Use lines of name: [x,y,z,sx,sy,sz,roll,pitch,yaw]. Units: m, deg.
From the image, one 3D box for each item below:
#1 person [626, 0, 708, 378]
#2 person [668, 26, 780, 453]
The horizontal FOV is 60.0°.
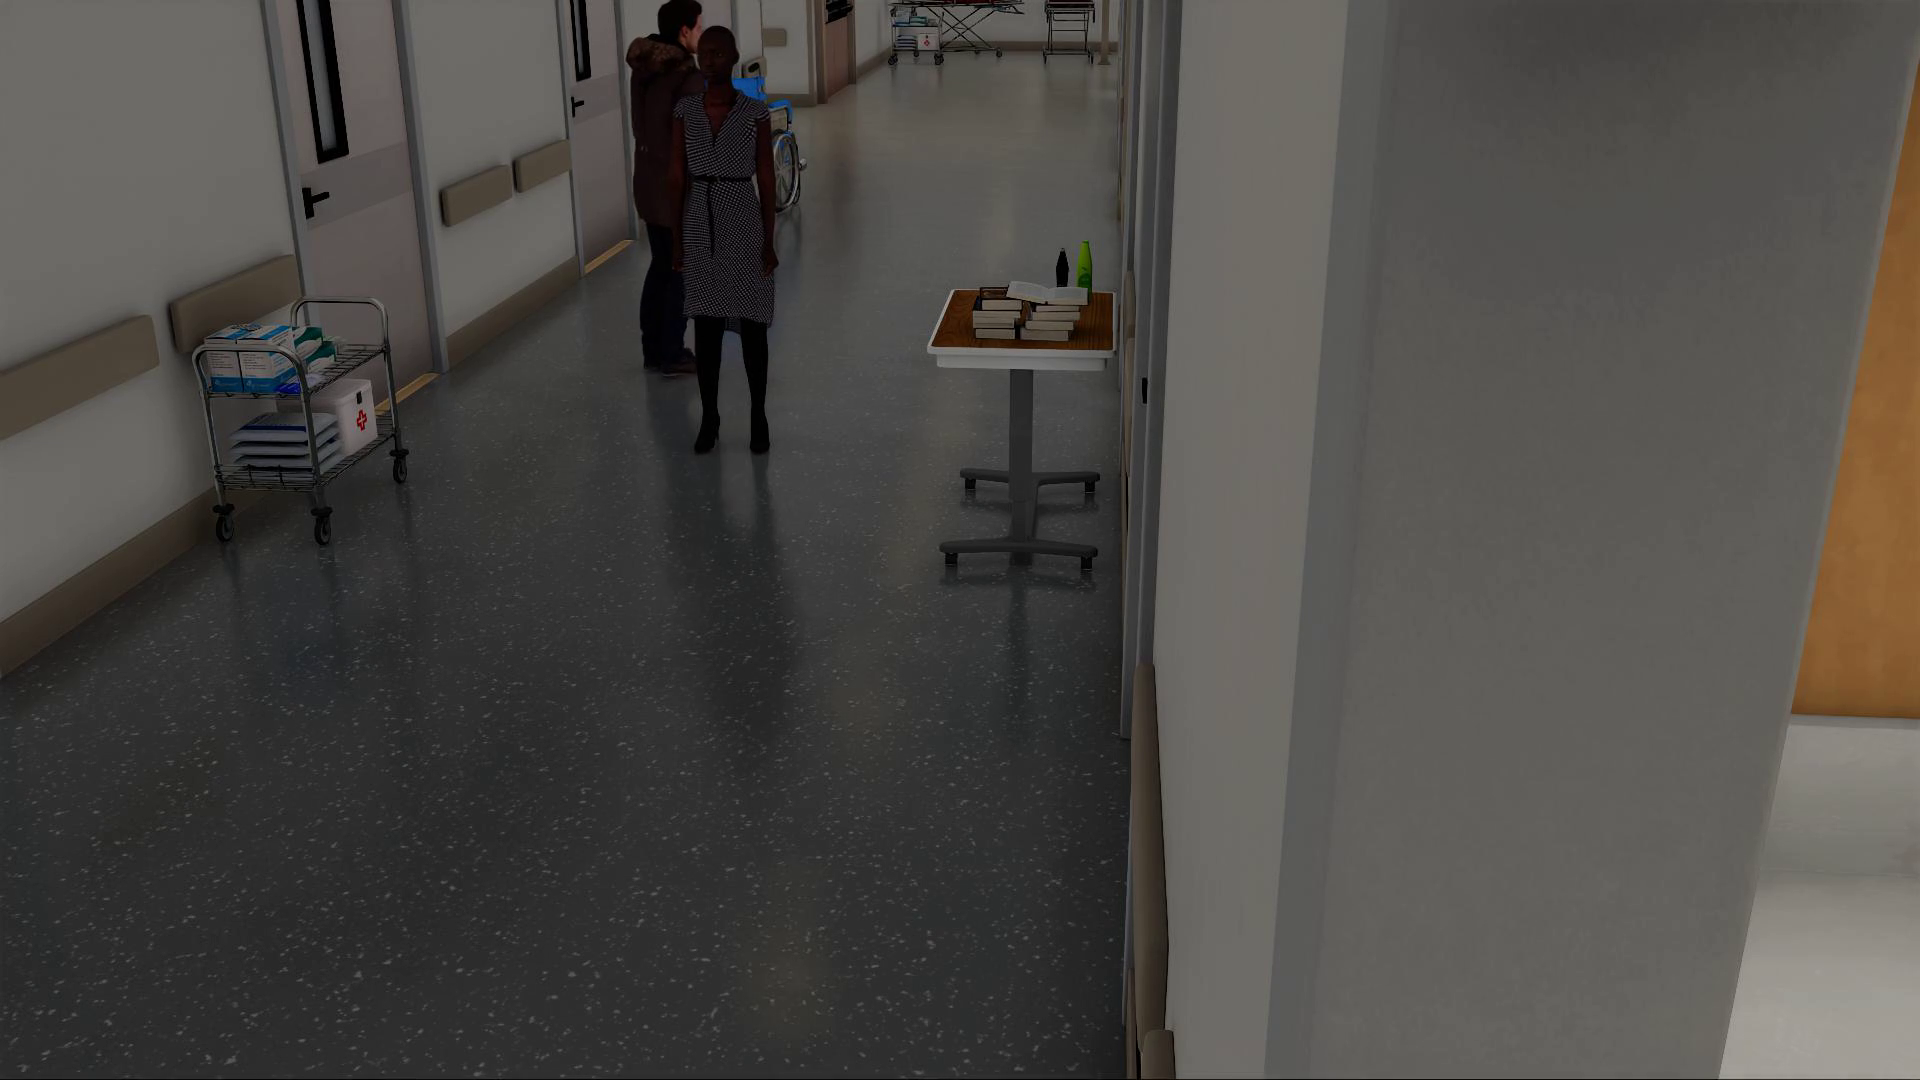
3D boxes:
person: [-1.433,-1.732,8.276,0.914,1.828,0.846,-16,26,-36]
person: [-0.993,-1.255,7.072,0.611,1.789,0.515,1,21,2]
